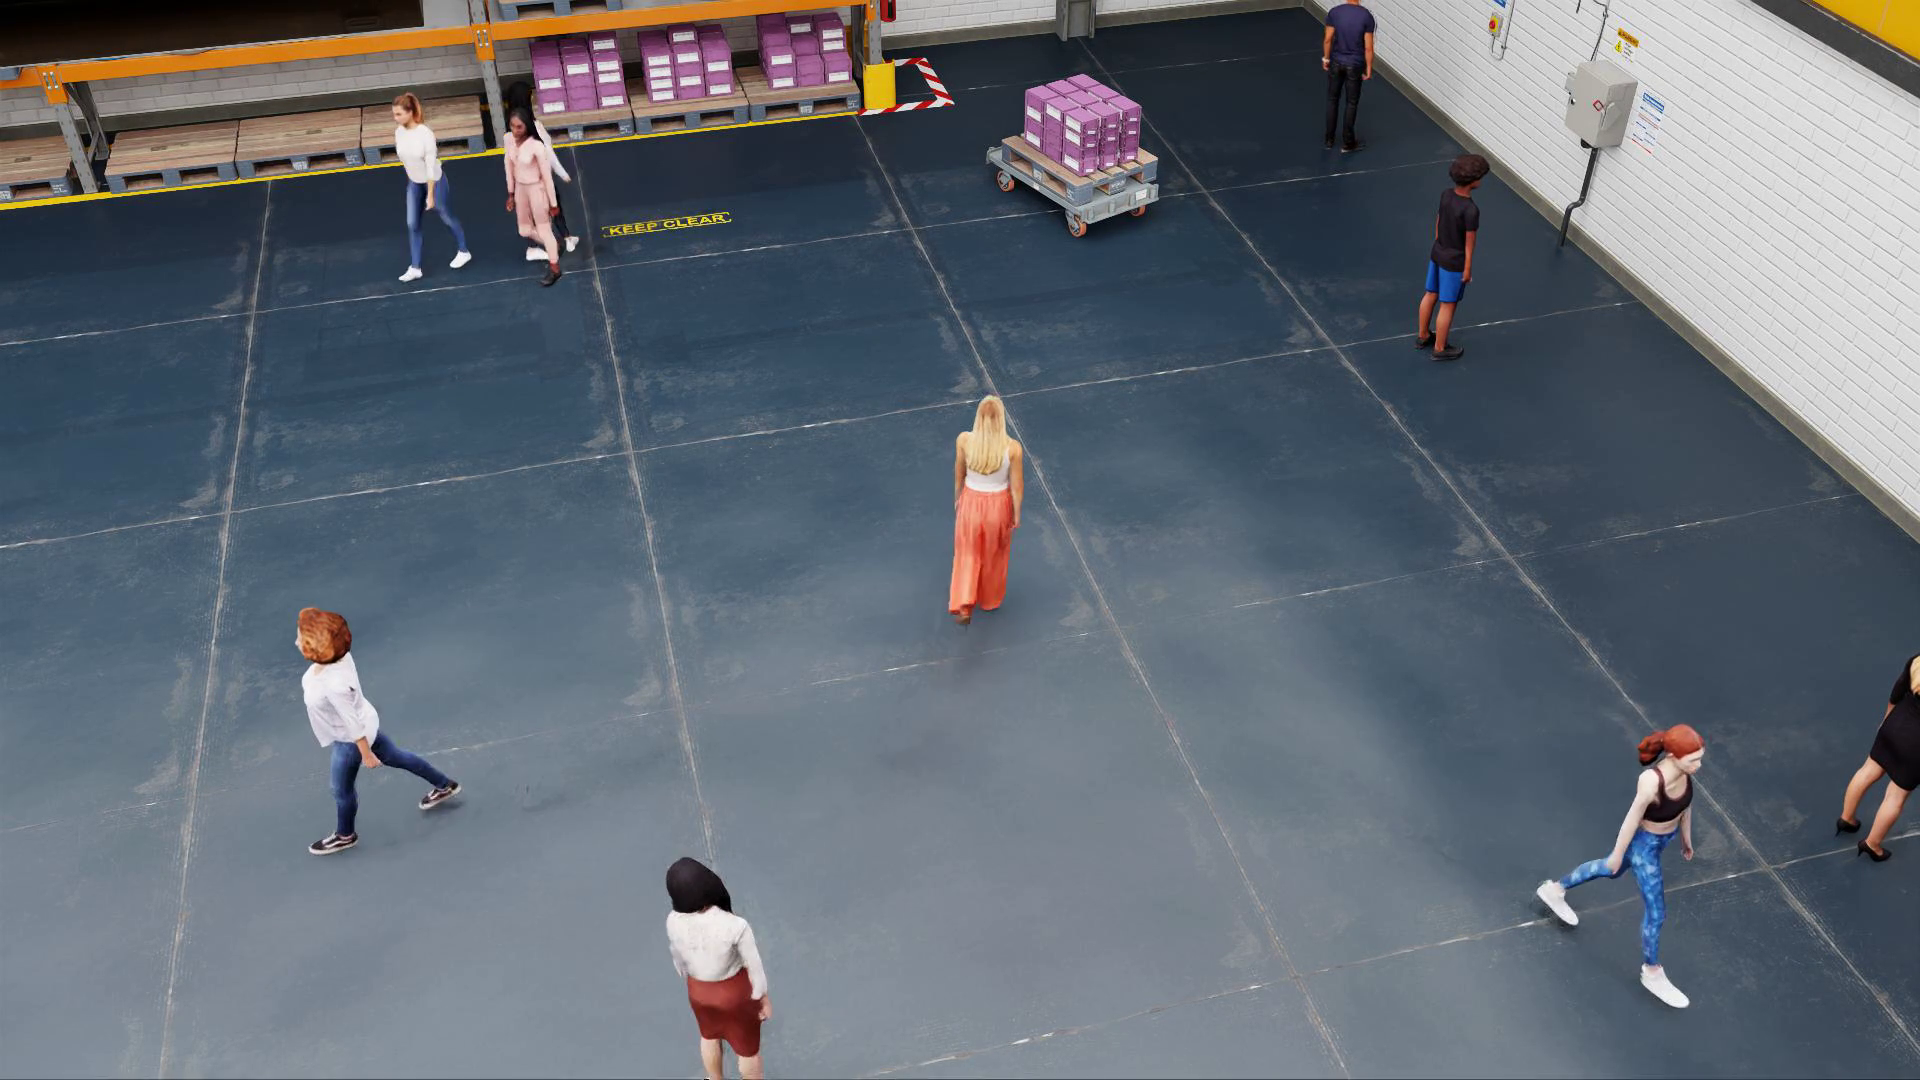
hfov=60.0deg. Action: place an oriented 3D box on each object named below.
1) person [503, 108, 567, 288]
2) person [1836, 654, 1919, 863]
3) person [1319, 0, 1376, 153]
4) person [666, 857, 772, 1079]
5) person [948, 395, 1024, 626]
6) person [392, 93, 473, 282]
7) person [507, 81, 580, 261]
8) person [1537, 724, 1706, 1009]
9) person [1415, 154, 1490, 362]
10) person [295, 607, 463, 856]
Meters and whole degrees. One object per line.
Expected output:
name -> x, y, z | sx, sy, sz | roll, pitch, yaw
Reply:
person -> -3.699, -3.052, 14.649 | 0.829, 1.705, 0.889 | 22, 44, 26
person -> 5.362, 1.146, 9.416 | 0.463, 1.675, 0.549 | -9, 39, -11
person -> 3.918, -4.794, 16.764 | 0.721, 1.787, 0.856 | 20, 43, 23
person -> -1.095, 2.227, 8.017 | 0.679, 1.733, 0.816 | 19, 42, 22
person -> 0.140, -0.135, 10.928 | 0.980, 1.790, 0.957 | 9, 40, 12
person -> -4.671, -3.178, 14.820 | 1.019, 1.688, 1.049 | 15, 41, 18
person -> -3.857, -3.275, 14.955 | 0.901, 1.671, 0.806 | -19, 42, -22
person -> 3.548, 1.587, 8.814 | 1.198, 1.737, 1.018 | -28, 47, -31
person -> 4.028, -2.322, 13.664 | 0.602, 1.793, 0.626 | -15, 41, -18
person -> -3.365, 1.060, 9.524 | 1.147, 1.675, 0.708 | -12, 40, -14
